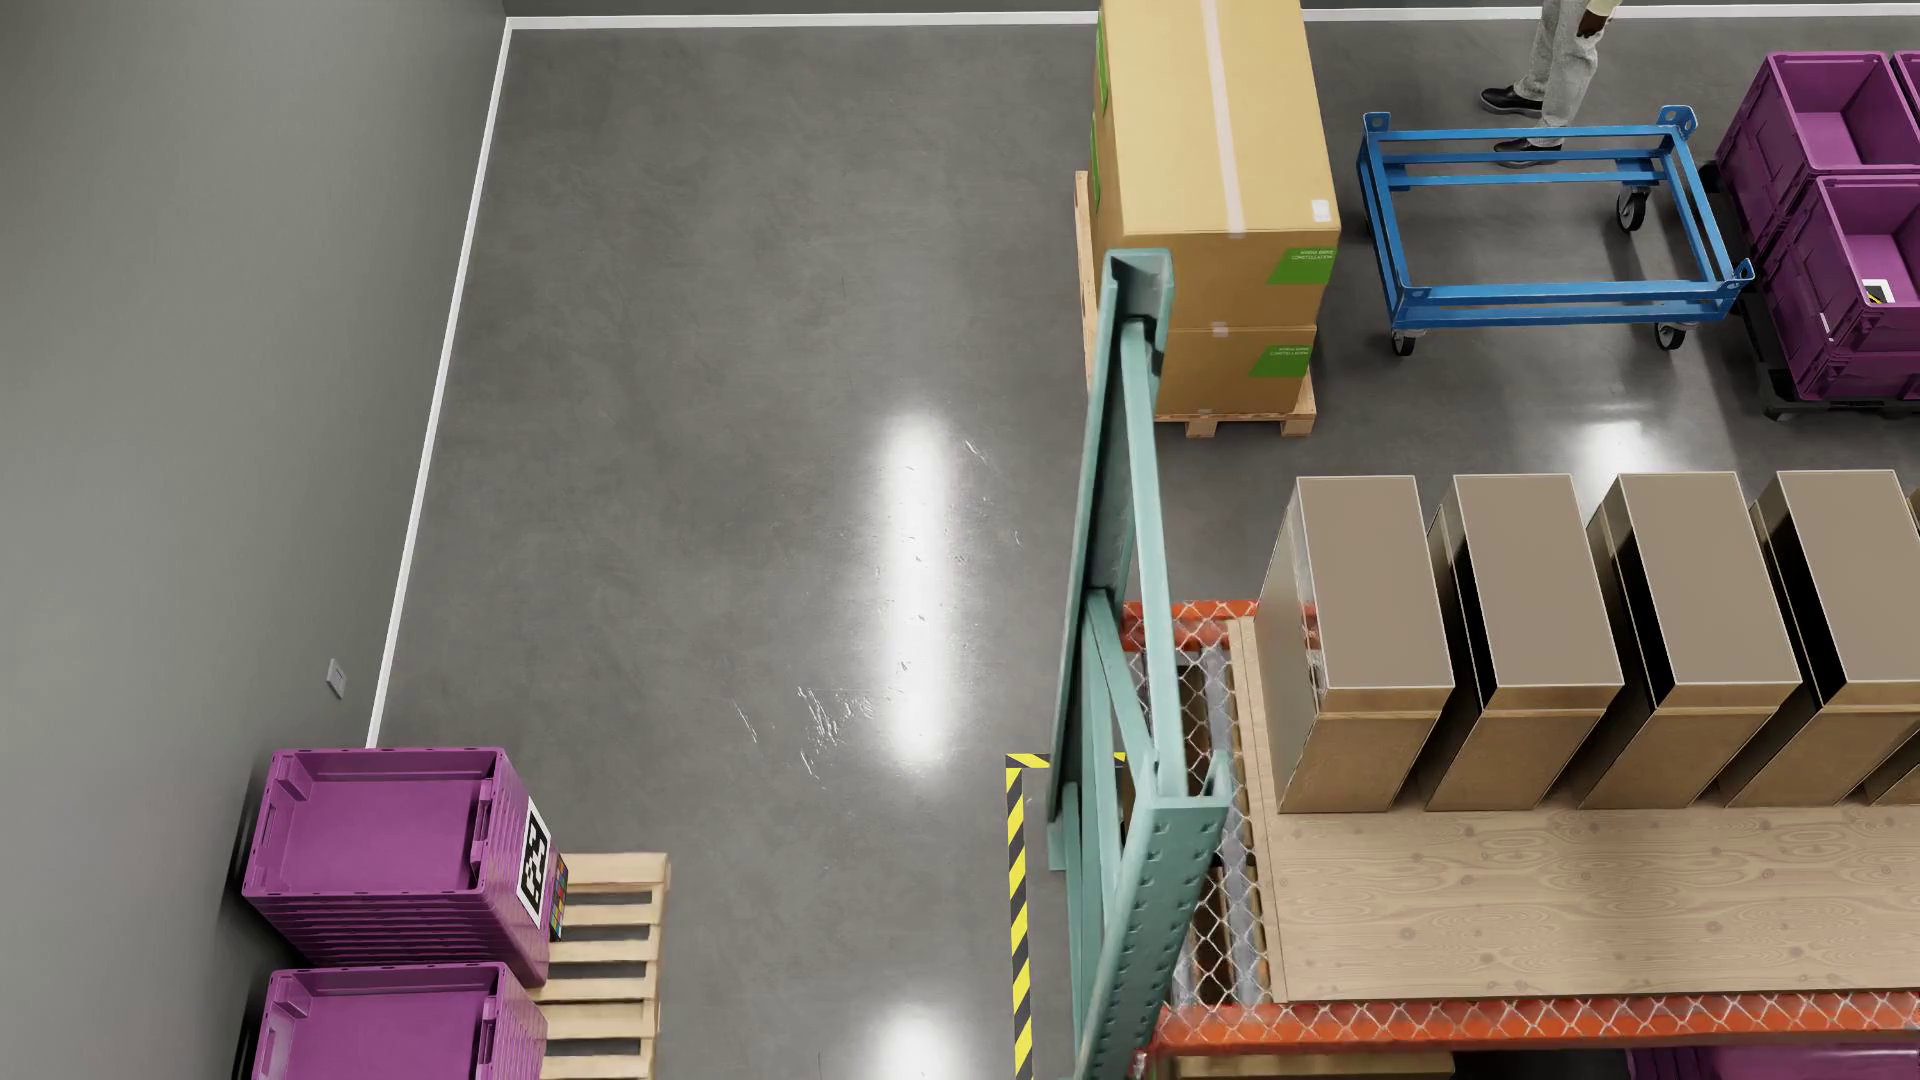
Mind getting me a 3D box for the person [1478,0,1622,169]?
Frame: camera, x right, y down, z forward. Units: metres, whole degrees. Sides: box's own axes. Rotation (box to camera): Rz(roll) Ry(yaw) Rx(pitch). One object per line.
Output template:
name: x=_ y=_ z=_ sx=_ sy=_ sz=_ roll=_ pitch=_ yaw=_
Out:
person: x=2.297 y=-2.149 z=6.080 sx=0.403 sy=1.830 sz=0.600 roll=2 pitch=58 yaw=1
